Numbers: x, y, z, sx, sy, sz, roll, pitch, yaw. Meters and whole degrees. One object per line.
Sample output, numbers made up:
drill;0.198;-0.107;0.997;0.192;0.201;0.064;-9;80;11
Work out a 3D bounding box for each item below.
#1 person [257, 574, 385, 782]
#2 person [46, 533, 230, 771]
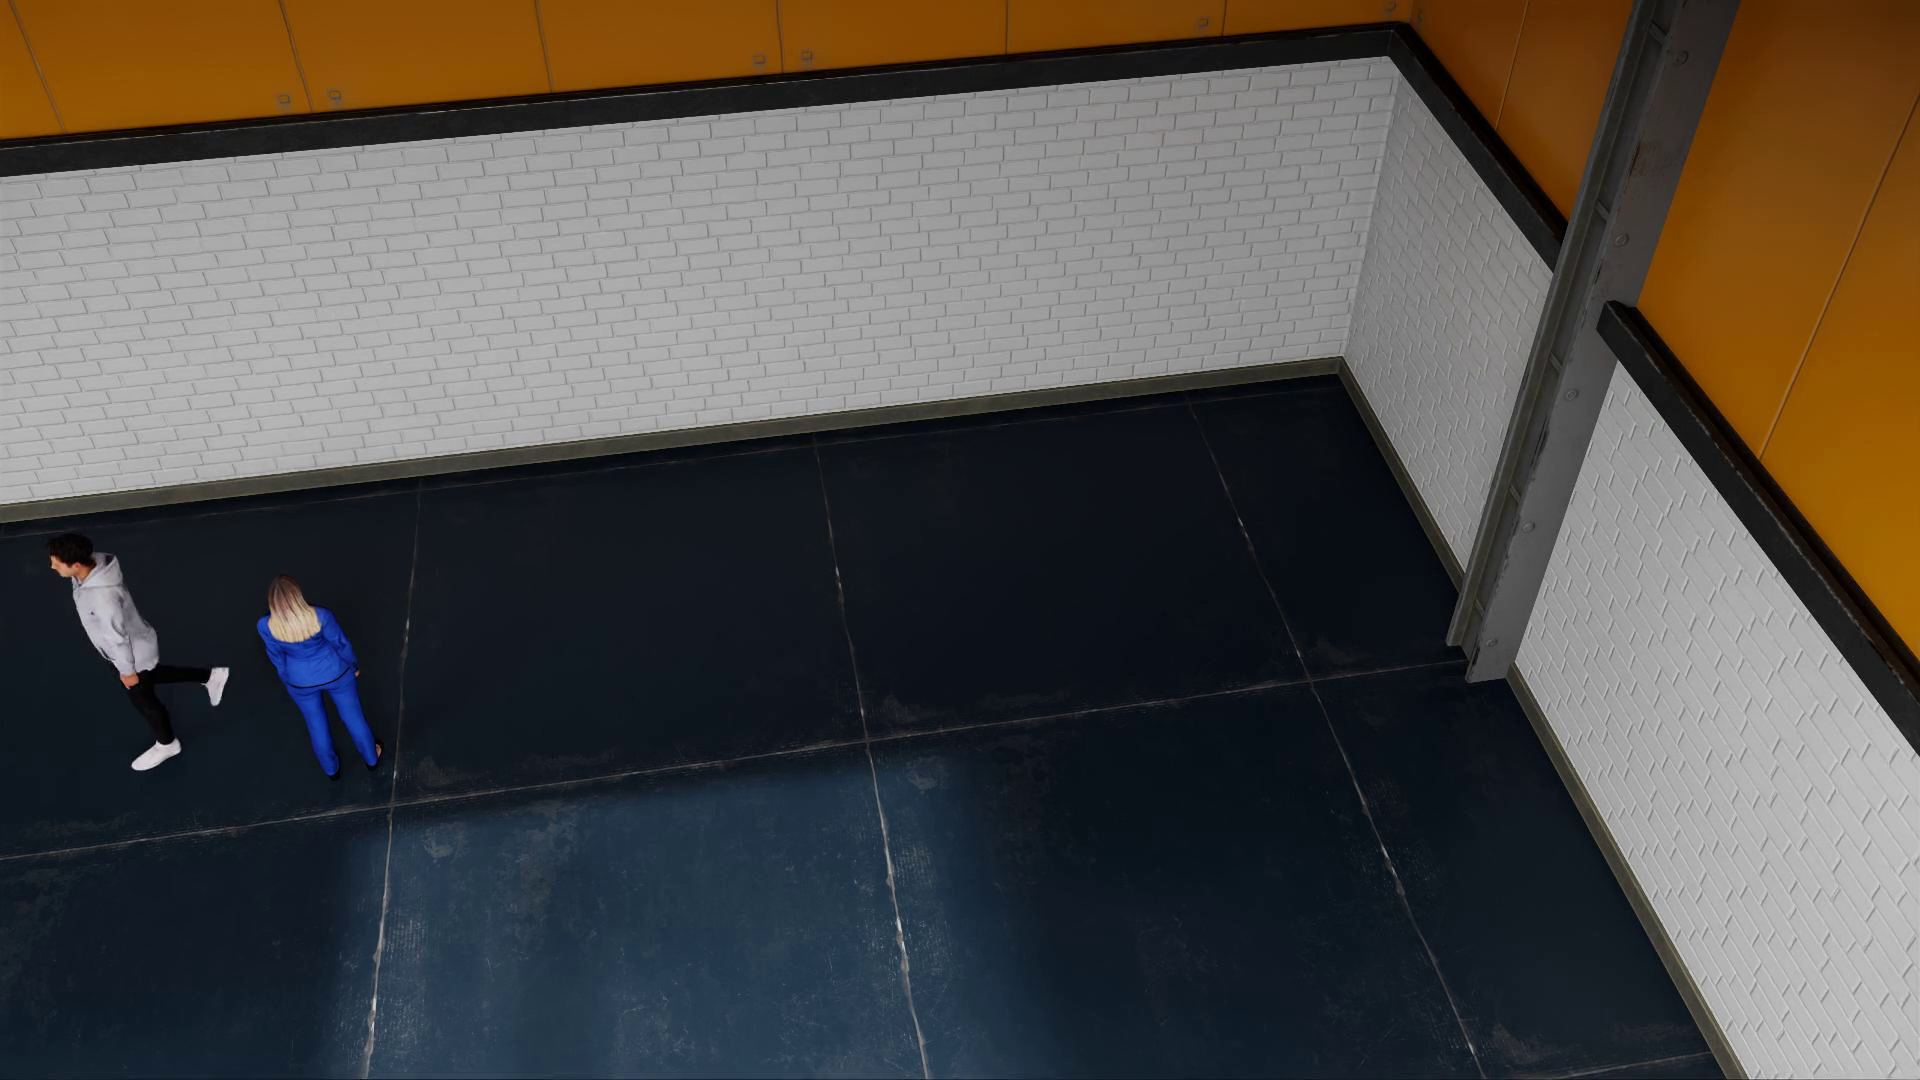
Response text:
person;-3.869;0.831;10.044;0.633;1.701;0.570;-11;45;-11
person;-4.969;0.609;10.125;1.048;1.911;1.077;-29;51;-27
